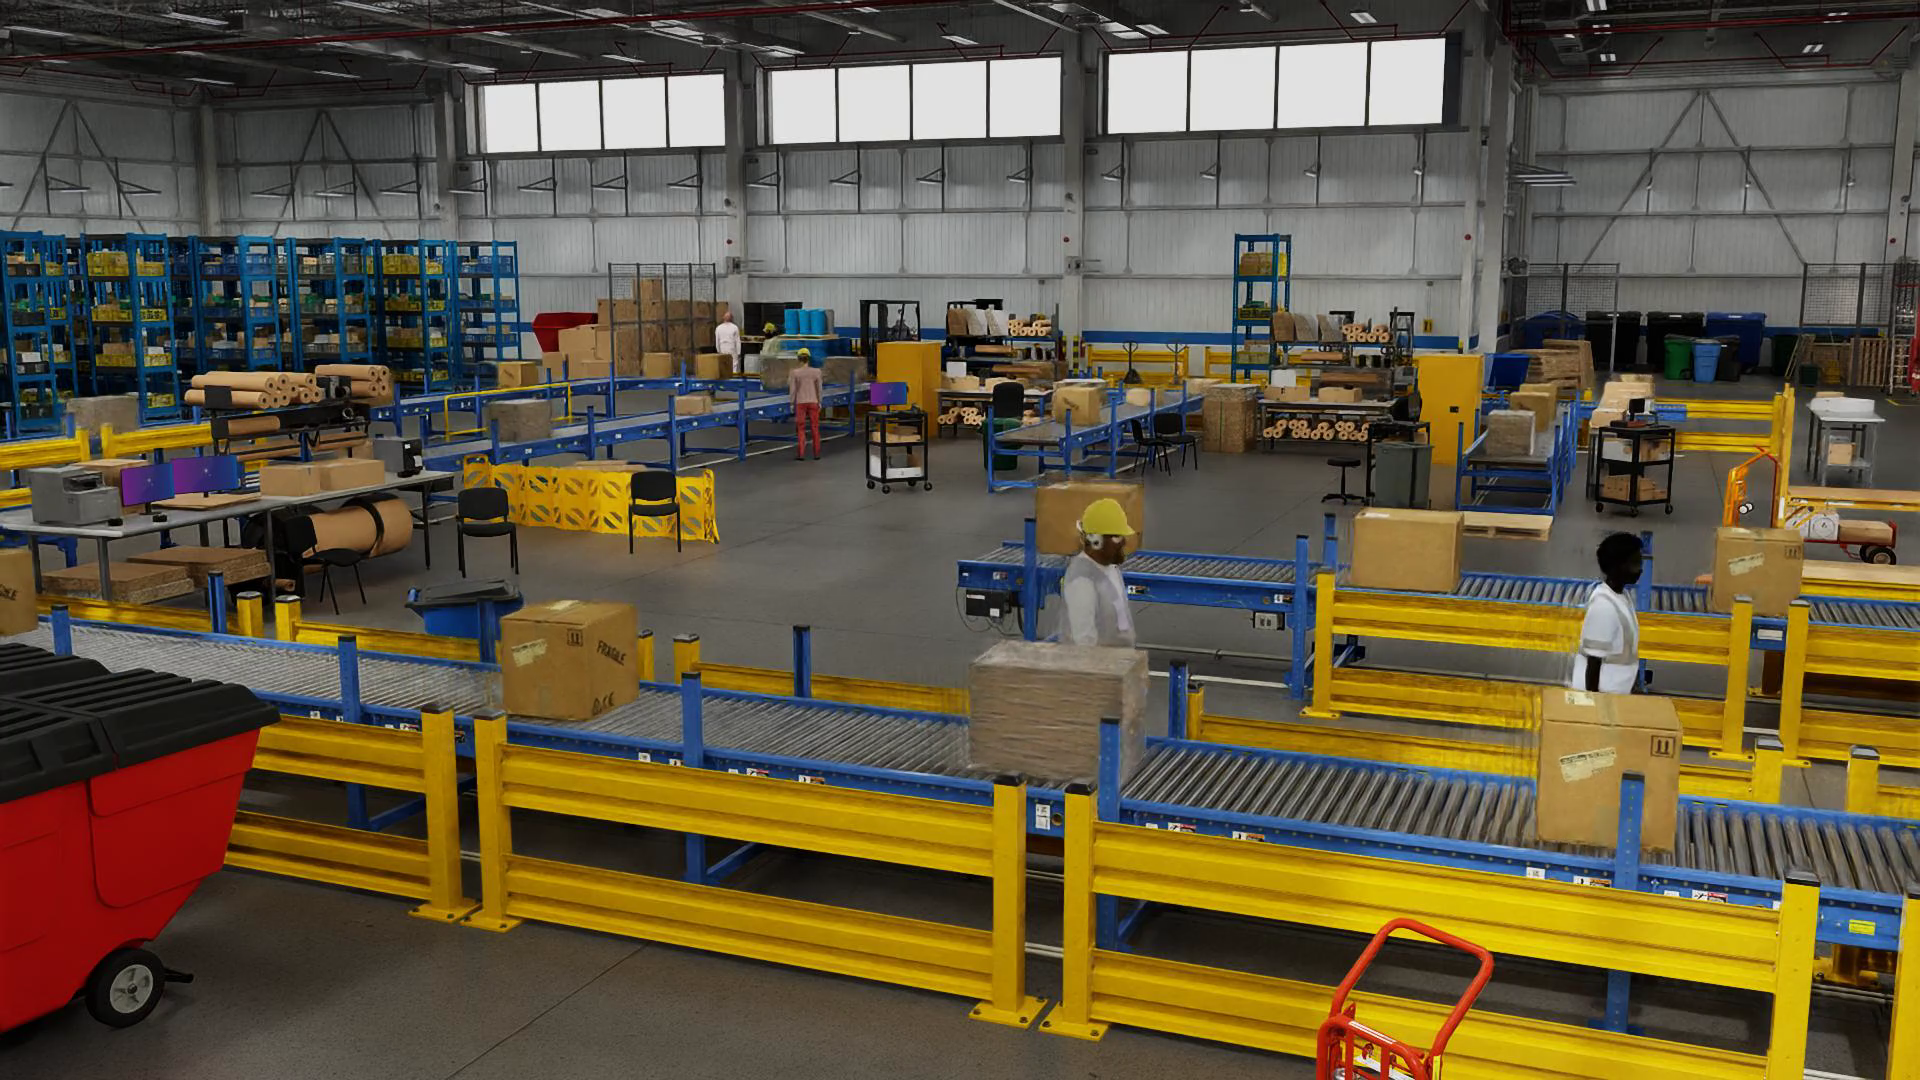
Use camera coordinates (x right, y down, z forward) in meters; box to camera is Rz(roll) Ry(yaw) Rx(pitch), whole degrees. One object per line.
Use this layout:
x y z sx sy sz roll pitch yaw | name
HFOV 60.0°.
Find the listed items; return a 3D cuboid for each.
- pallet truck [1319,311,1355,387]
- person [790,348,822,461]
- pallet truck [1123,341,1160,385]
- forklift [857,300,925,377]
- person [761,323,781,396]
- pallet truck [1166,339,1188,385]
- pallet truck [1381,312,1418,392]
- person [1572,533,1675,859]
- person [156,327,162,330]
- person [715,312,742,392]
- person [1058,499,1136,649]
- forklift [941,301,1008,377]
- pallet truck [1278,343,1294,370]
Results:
9.071 -4.419 39.190 0.823 1.965 1.885 5 10 26 | pallet truck
-2.407 -2.114 25.951 0.524 1.759 0.328 -3 10 -19 | person
4.445 -4.380 41.279 0.680 1.201 1.601 4 10 22 | pallet truck
-1.732 -5.109 42.468 1.157 1.987 2.680 4 10 22 | forklift
-4.031 -3.794 35.960 0.654 1.810 0.602 -6 11 -34 | person
5.418 -4.269 40.420 0.704 1.261 1.522 3 10 20 | pallet truck
10.207 -4.283 38.369 0.823 1.965 1.885 3 10 20 | pallet truck
3.454 0.795 8.596 0.738 1.670 0.538 5 10 26 | person
-17.917 -4.022 37.307 0.569 1.831 0.412 -5 11 -27 | person
-5.564 -4.535 40.161 0.657 1.907 0.405 3 10 18 | person
0.803 0.684 8.819 0.599 1.813 0.626 4 10 21 | person
0.365 -4.966 41.571 1.157 1.987 2.680 3 10 20 | forklift
7.886 -4.163 39.743 0.653 1.274 1.630 4 10 22 | pallet truck
